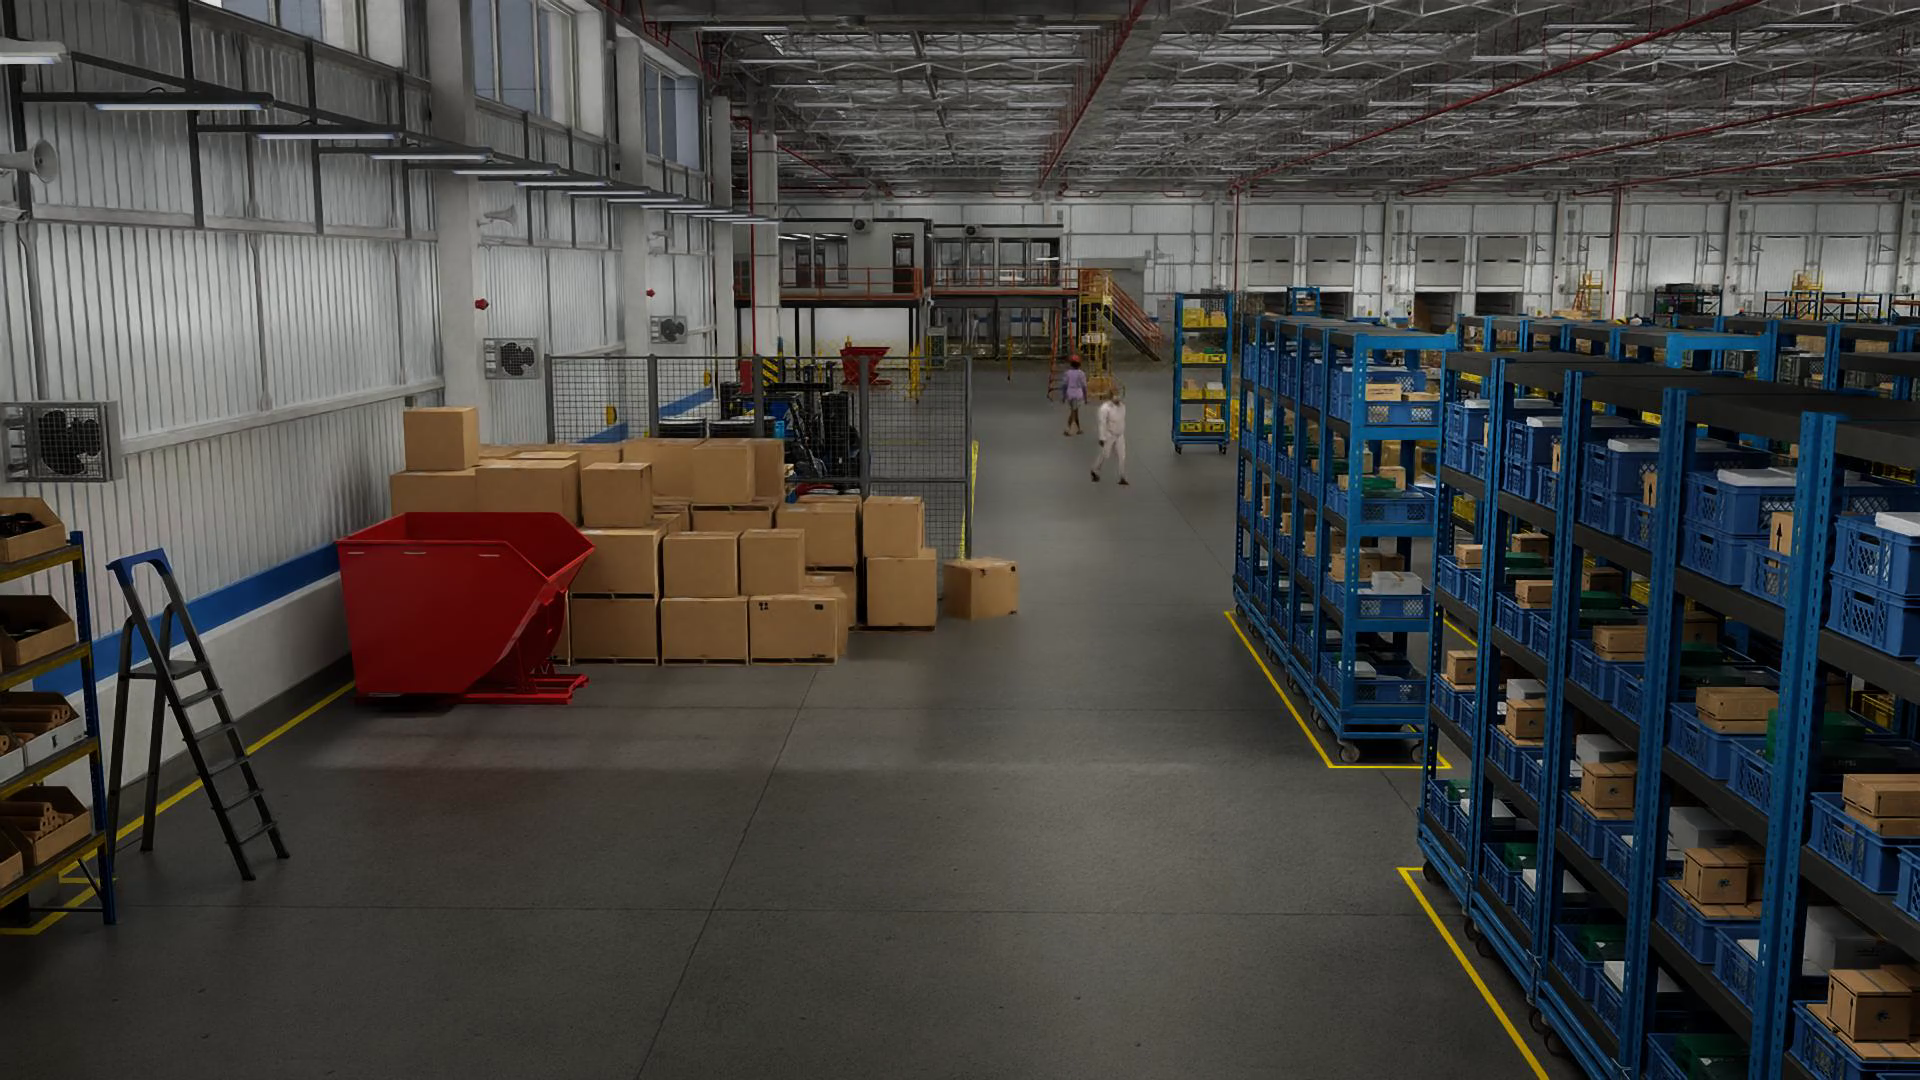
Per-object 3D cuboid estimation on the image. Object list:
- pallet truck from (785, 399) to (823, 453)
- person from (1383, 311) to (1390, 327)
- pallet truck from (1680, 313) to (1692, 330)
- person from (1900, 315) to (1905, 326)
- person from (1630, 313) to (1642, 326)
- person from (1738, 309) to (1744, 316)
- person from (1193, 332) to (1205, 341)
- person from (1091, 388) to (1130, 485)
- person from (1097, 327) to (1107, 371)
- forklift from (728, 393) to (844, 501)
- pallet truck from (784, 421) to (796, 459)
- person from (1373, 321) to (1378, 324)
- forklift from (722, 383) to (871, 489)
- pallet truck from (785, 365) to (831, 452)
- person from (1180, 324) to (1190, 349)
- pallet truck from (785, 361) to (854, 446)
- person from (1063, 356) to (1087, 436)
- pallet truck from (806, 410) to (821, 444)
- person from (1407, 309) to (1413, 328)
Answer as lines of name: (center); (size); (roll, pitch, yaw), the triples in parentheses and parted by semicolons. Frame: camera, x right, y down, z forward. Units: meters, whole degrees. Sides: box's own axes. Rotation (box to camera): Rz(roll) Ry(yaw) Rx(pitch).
pallet truck: (-3.814, -2.432, 36.419); (1.630, 1.274, 0.653); (0, 9, 1)
person: (23.458, -11.615, 91.216); (0.971, 1.910, 0.627); (7, 11, 36)
pallet truck: (36.315, -10.531, 84.244); (0.823, 1.965, 1.885); (-6, 11, -33)
person: (46.920, -10.227, 82.708); (0.958, 1.876, 0.617); (-1, 9, -6)
person: (34.648, -10.670, 85.277); (0.372, 1.940, 0.632); (-8, 12, -42)
person: (44.265, -12.132, 94.301); (0.552, 1.936, 0.358); (-3, 10, -15)
person: (14.024, -12.568, 97.449); (0.884, 1.783, 0.715); (-1, 9, -6)
person: (2.903, -2.012, 32.085); (0.654, 1.879, 0.886); (-6, 11, -33)
person: (5.802, -7.794, 67.875); (0.351, 1.838, 0.501); (-5, 10, -28)
forklift: (-2.979, -1.316, 26.476); (2.680, 1.987, 1.157); (0, 9, 1)
pallet truck: (-4.013, -1.793, 32.705); (1.601, 1.201, 0.680); (0, 9, 1)
person: (18.795, -9.040, 75.554); (0.873, 1.843, 0.526); (-5, 11, -30)
forklift: (-2.893, -1.687, 28.729); (2.680, 1.987, 1.157); (0, 9, -1)
pallet truck: (-3.774, -2.976, 37.635); (1.885, 1.965, 0.823); (1, 9, 5)
person: (9.683, -8.429, 71.564); (1.033, 1.900, 0.652); (6, 11, 34)
pallet truck: (-3.410, -3.193, 38.978); (1.885, 1.965, 0.823); (0, 9, -1)
person: (2.846, -3.597, 41.458); (0.617, 2.002, 1.039); (7, 11, 35)
pallet truck: (-3.559, -2.018, 33.905); (1.522, 1.261, 0.704); (0, 9, -1)
person: (25.593, -12.173, 94.620); (0.395, 1.920, 0.585); (5, 10, 28)
